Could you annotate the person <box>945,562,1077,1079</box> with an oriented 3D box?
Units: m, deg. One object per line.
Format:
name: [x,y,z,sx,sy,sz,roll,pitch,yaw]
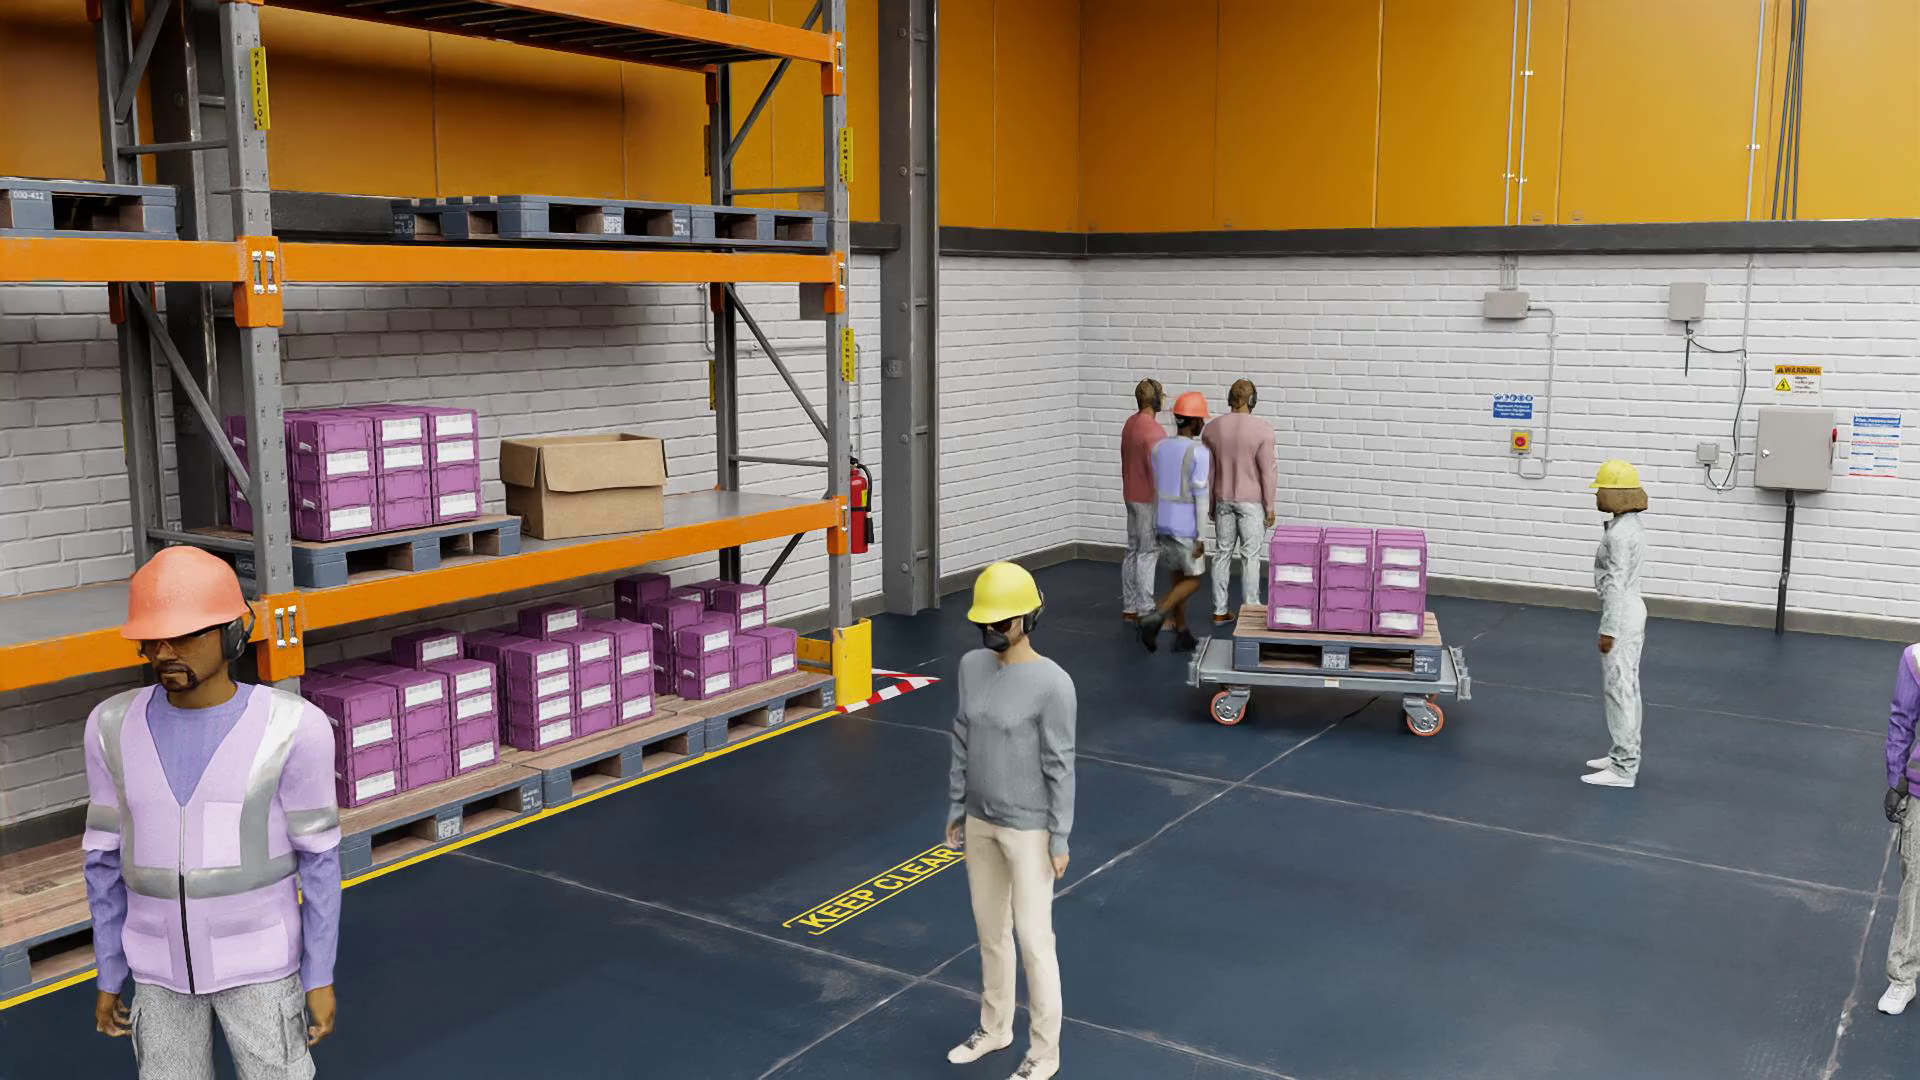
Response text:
person: [0.160,0.941,5.535,0.322,1.761,0.530,-8,12,-43]

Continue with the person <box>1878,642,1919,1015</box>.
person: [3.596,0.929,5.961,0.517,1.645,0.308,6,10,32]

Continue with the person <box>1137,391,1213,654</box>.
person: [1.513,-0.096,11.802,0.722,1.913,0.544,-6,11,-36]

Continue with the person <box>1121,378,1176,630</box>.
person: [1.445,-0.277,12.844,0.362,1.939,0.636,-2,9,-15]

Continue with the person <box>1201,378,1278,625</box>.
person: [2.165,-0.278,12.871,0.629,1.937,0.373,7,11,37]

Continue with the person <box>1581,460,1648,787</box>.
person: [3.495,0.437,8.887,0.344,1.735,0.482,5,10,27]

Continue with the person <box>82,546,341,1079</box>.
person: [-1.817,1.024,4.053,0.605,2.044,0.375,0,9,-3]
